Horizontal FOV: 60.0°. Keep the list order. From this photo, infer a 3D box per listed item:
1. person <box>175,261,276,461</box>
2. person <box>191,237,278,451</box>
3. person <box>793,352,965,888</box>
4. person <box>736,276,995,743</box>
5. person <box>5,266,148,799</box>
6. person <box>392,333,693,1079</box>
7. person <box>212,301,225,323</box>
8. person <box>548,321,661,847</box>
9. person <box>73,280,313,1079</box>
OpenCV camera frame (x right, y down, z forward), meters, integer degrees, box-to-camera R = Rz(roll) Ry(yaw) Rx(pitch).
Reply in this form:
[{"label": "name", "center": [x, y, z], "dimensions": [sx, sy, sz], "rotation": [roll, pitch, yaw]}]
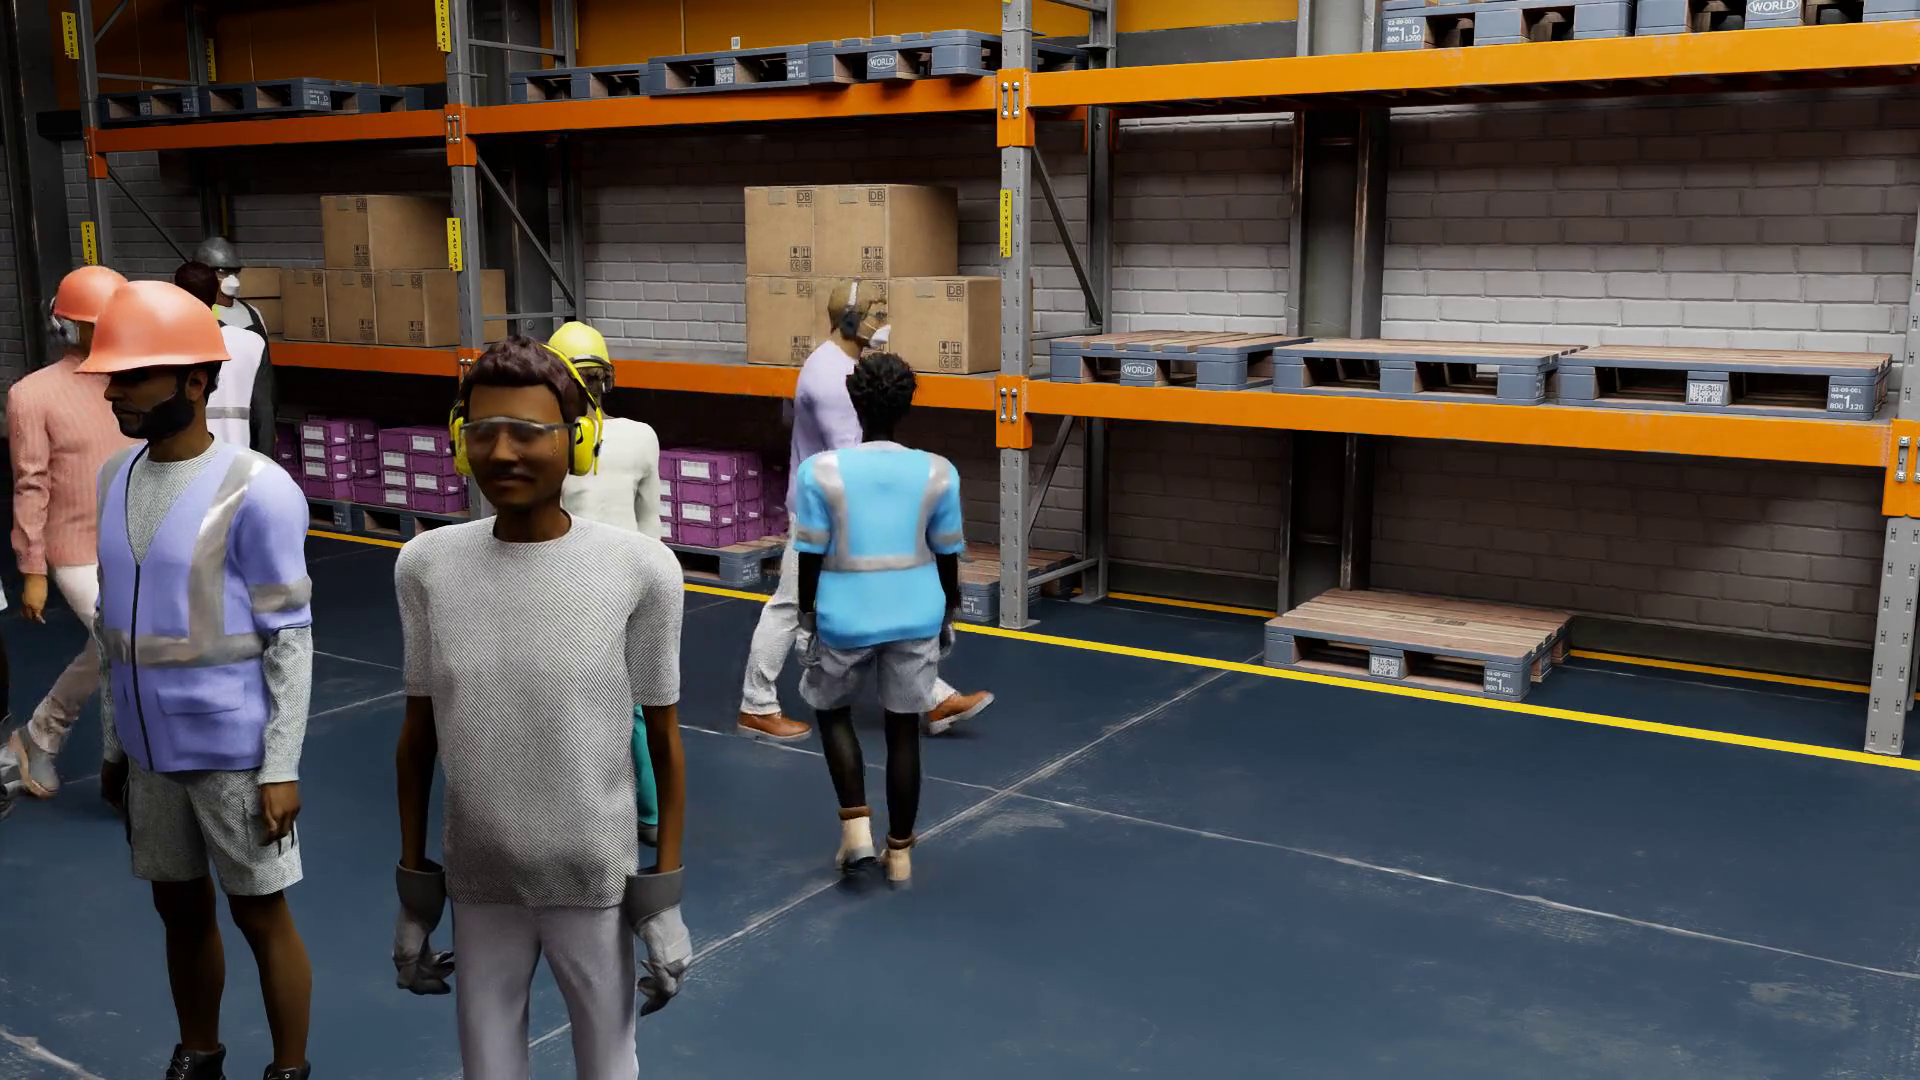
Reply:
[{"label": "person", "center": [-3.610, -0.374, 8.035], "dimensions": [0.596, 1.921, 0.385], "rotation": [-7, 12, -33]}, {"label": "person", "center": [-4.157, -0.700, 9.507], "dimensions": [0.538, 2.000, 0.684], "rotation": [5, 11, 24]}, {"label": "person", "center": [-0.251, 0.259, 5.187], "dimensions": [0.547, 1.680, 0.377], "rotation": [-2, 11, -13]}, {"label": "person", "center": [-0.423, -0.098, 6.605], "dimensions": [1.073, 1.868, 0.631], "rotation": [2, 10, 9]}, {"label": "person", "center": [-3.046, 0.022, 5.804], "dimensions": [0.978, 1.949, 0.623], "rotation": [3, 11, 19]}, {"label": "person", "center": [-0.705, 0.598, 2.790], "dimensions": [0.513, 1.873, 0.328], "rotation": [0, 10, 1]}, {"label": "person", "center": [-3.906, -0.421, 8.634], "dimensions": [0.684, 1.793, 0.648], "rotation": [-1, 10, -8]}, {"label": "person", "center": [-1.189, 0.182, 5.391], "dimensions": [0.329, 1.765, 0.526], "rotation": [9, 14, 41]}, {"label": "person", "center": [-1.632, 0.427, 3.549], "dimensions": [0.543, 1.939, 0.360], "rotation": [4, 11, 21]}]
